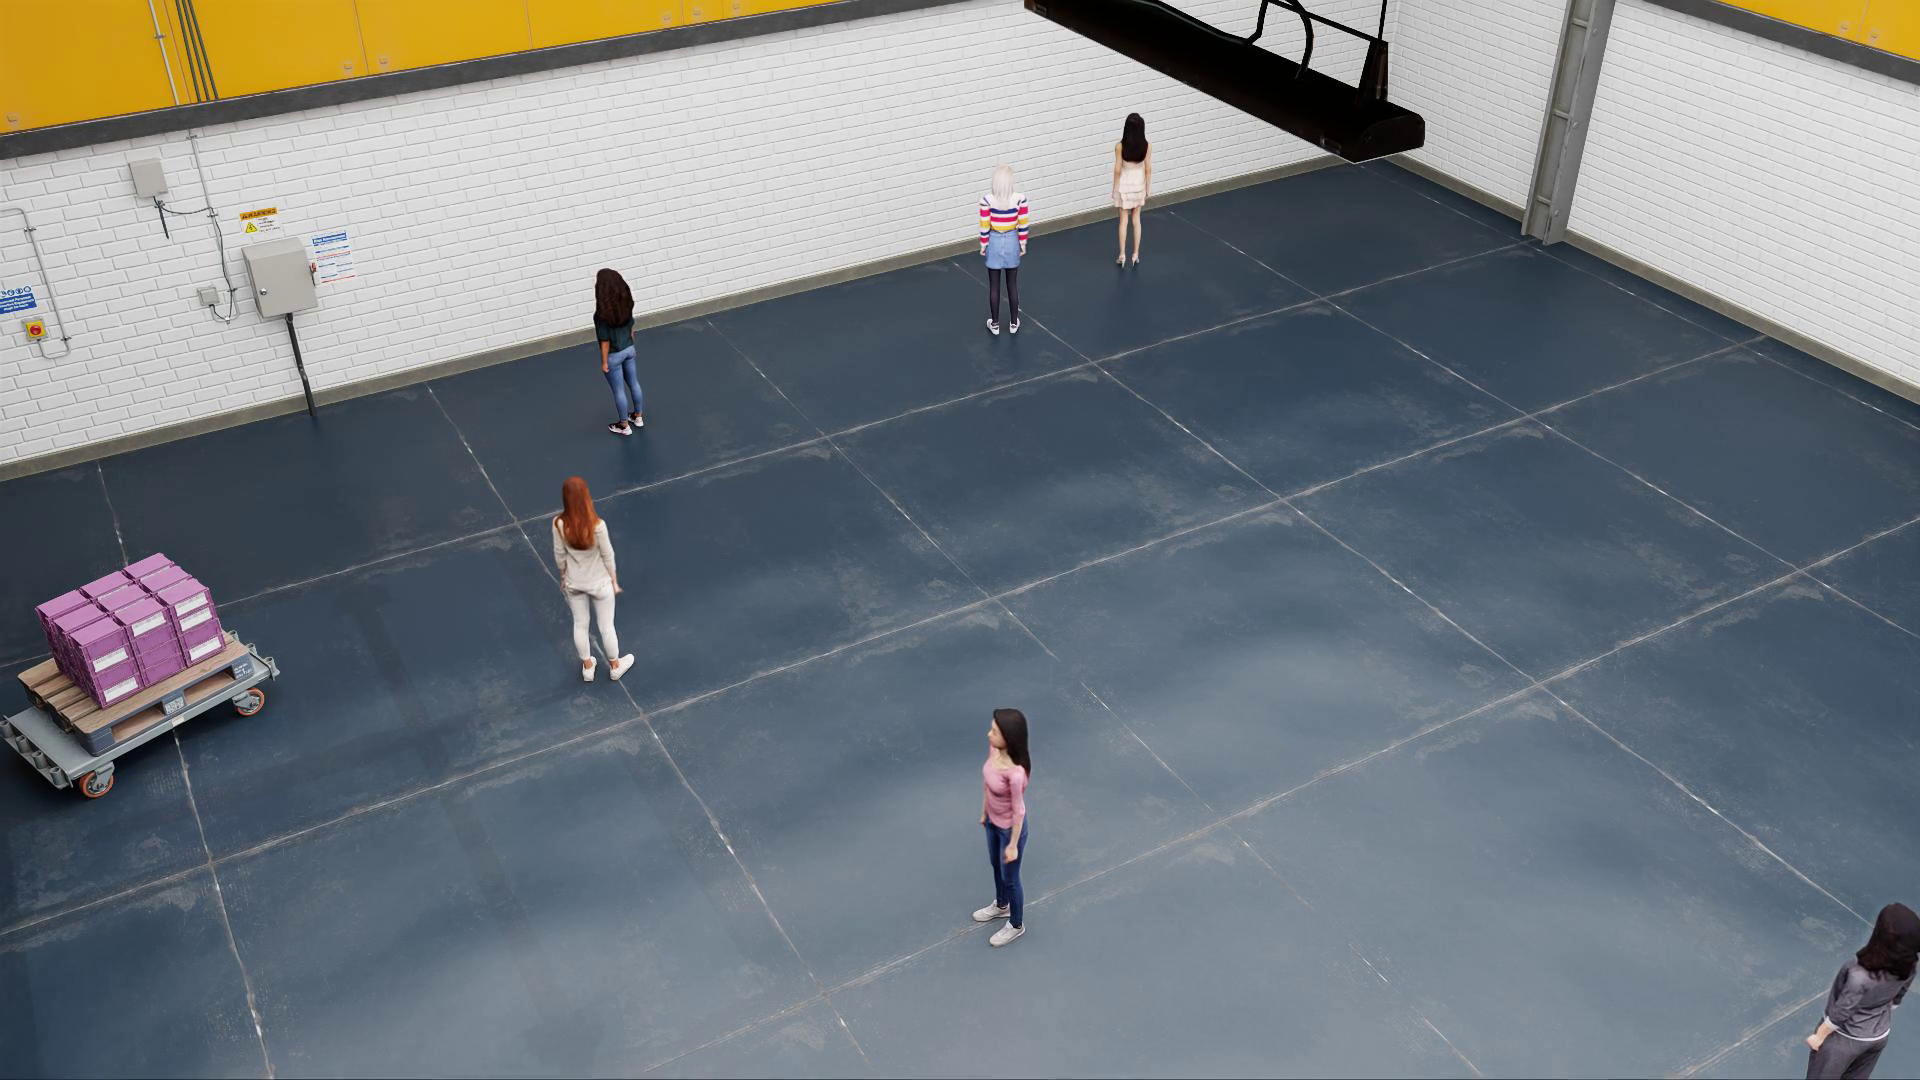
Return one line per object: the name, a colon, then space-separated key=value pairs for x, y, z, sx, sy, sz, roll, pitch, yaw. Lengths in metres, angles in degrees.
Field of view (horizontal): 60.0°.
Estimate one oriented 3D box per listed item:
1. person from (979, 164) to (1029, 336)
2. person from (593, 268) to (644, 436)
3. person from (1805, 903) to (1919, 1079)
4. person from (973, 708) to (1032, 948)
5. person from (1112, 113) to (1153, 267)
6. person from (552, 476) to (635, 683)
person: x=0.437 y=-2.965 z=16.925 sx=0.721 sy=1.808 sz=0.689 roll=-2 pitch=34 yaw=-3
person: x=-3.132 y=-1.731 z=15.241 sx=0.700 sy=1.616 sz=0.682 roll=24 pitch=40 yaw=31
person: x=4.649 y=2.563 z=8.647 sx=0.632 sy=1.765 sz=0.578 roll=-10 pitch=35 yaw=-15
person: x=0.270 y=1.704 z=9.960 sx=0.666 sy=1.742 sz=0.482 roll=-13 pitch=36 yaw=-18
person: x=1.875 y=-3.849 z=18.321 sx=0.658 sy=1.734 sz=0.664 roll=-3 pitch=34 yaw=-4
person: x=-2.708 y=0.301 z=12.097 sx=0.695 sy=1.713 sz=0.738 roll=4 pitch=34 yaw=6
